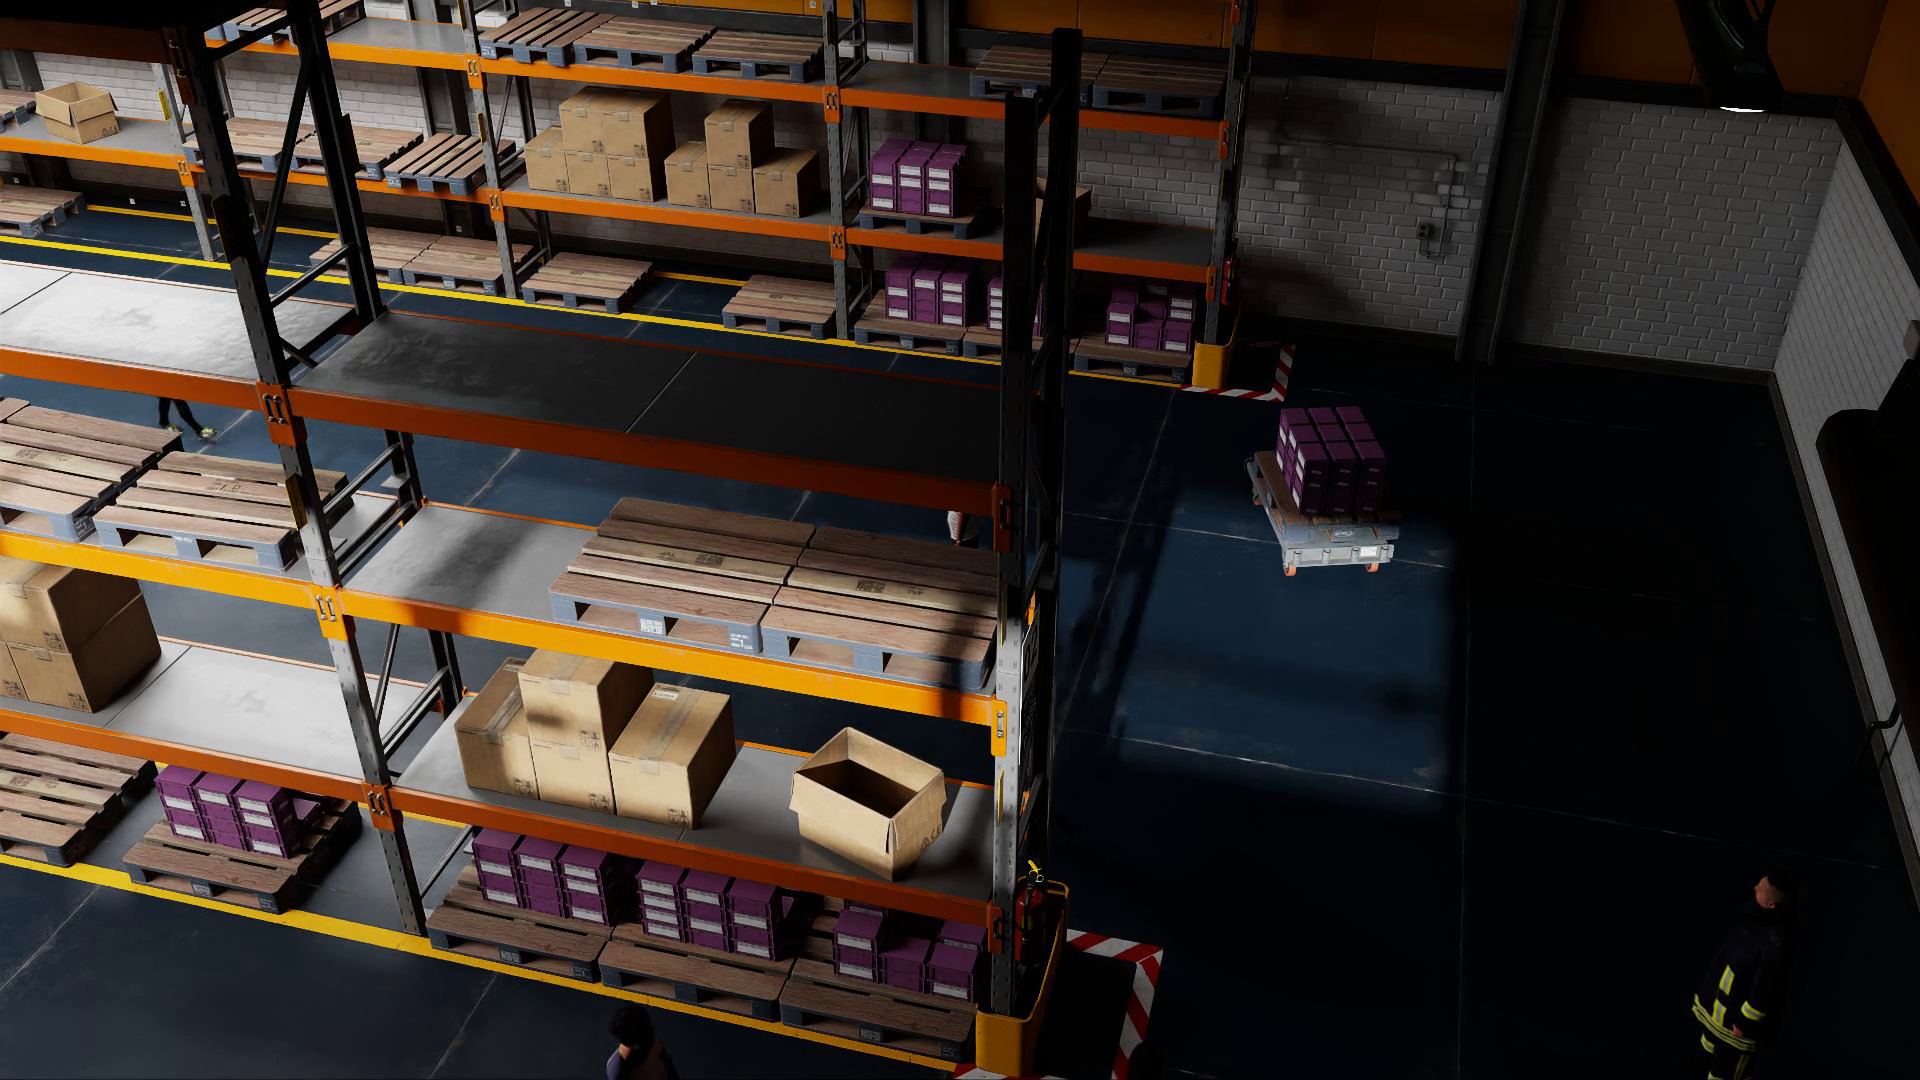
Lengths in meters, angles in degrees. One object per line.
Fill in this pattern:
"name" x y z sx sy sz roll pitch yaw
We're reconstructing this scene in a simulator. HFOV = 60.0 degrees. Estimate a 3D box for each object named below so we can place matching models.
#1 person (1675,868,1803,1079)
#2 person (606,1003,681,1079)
"person" 4.467 2.534 9.420 0.668 1.868 0.735 10 35 14
"person" -1.779 3.039 8.972 0.988 1.524 0.594 10 35 14
